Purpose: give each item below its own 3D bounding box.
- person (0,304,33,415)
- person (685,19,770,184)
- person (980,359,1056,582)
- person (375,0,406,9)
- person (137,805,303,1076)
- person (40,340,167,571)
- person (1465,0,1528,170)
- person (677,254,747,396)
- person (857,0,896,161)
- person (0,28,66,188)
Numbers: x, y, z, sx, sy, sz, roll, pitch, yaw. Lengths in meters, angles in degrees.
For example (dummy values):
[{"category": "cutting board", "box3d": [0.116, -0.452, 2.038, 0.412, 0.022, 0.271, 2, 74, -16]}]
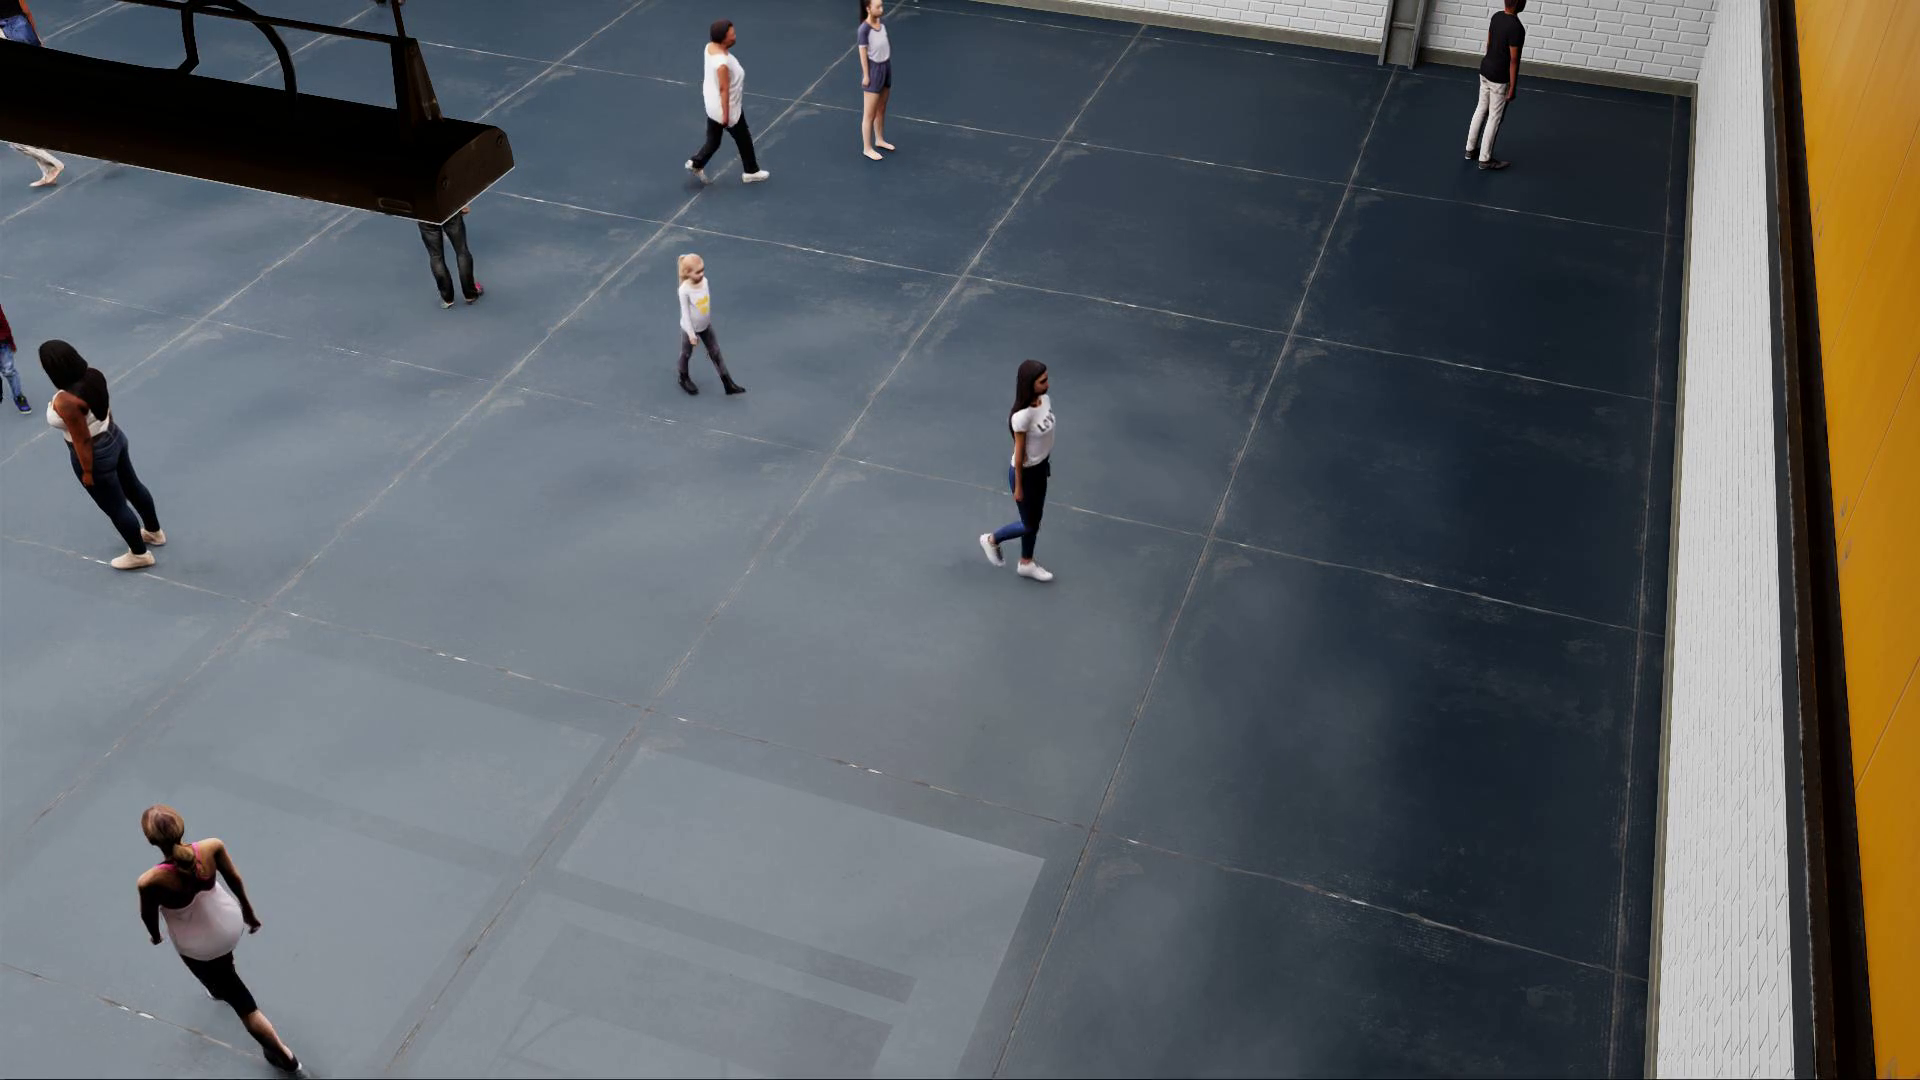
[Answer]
[{"category": "person", "box3d": [-7.674, -1.576, 13.111, 0.678, 1.244, 0.754, -22, 44, -26]}, {"category": "person", "box3d": [-2.325, -4.207, 16.066, 1.128, 1.668, 1.065, -18, 42, -21]}, {"category": "person", "box3d": [0.387, -0.458, 11.293, 0.788, 1.765, 0.646, 18, 42, 21]}, {"category": "person", "box3d": [-6.993, -7.240, 19.799, 0.463, 1.749, 0.639, 10, 40, 12]}, {"category": "person", "box3d": [-3.634, 2.032, 8.198, 1.222, 1.736, 0.840, 24, 45, 27]}, {"category": "person", "box3d": [-5.894, -0.600, 11.437, 0.697, 1.808, 0.706, 2, 39, 2]}, {"category": "person", "box3d": [5.303, -4.568, 16.407, 0.796, 1.805, 0.758, -11, 40, -14]}, {"category": "person", "box3d": [-2.164, -1.718, 13.283, 0.934, 1.251, 0.689, 28, 46, 30]}, {"category": "person", "box3d": [-0.857, -4.652, 16.636, 0.567, 1.651, 0.621, 19, 42, 22]}, {"category": "person", "box3d": [-8.994, -4.211, 16.034, 0.805, 1.714, 0.741, -18, 42, -22]}]
